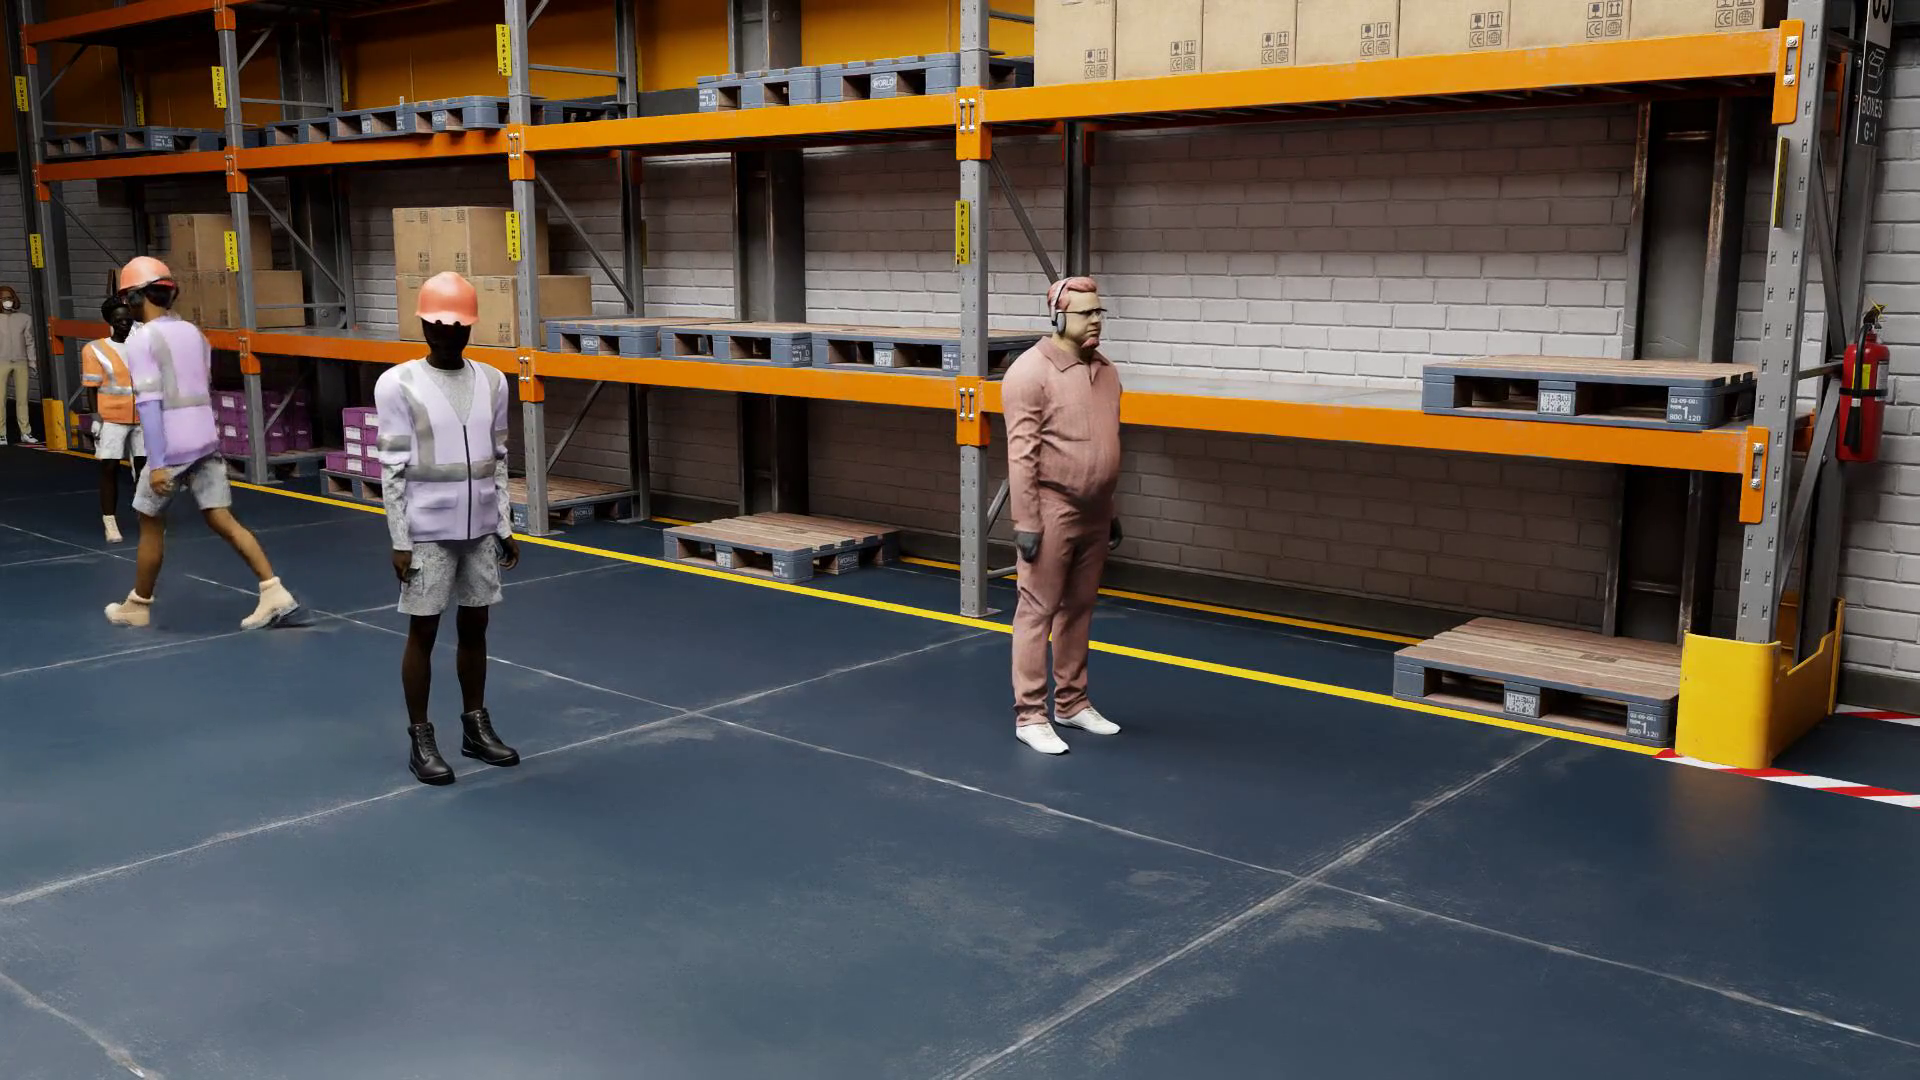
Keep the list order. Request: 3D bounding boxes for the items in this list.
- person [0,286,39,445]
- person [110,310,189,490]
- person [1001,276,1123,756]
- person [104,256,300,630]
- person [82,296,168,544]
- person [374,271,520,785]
[{"bbox_3d":[-9.808,-1.801,17.194,0.286,1.633,0.500,9,13,42],"label":"person"},{"bbox_3d":[-6.683,-1.303,13.789,0.404,1.834,0.591,9,13,42],"label":"person"},{"bbox_3d":[0.455,-0.106,6.762,0.400,1.910,0.643,9,13,42],"label":"person"},{"bbox_3d":[-4.053,-0.483,8.730,1.063,1.987,0.663,2,10,12],"label":"person"},{"bbox_3d":[-5.766,-0.835,11.511,0.322,1.697,0.535,9,13,42],"label":"person"},{"bbox_3d":[-1.931,-0.049,6.366,0.376,1.934,0.546,9,13,42],"label":"person"}]
